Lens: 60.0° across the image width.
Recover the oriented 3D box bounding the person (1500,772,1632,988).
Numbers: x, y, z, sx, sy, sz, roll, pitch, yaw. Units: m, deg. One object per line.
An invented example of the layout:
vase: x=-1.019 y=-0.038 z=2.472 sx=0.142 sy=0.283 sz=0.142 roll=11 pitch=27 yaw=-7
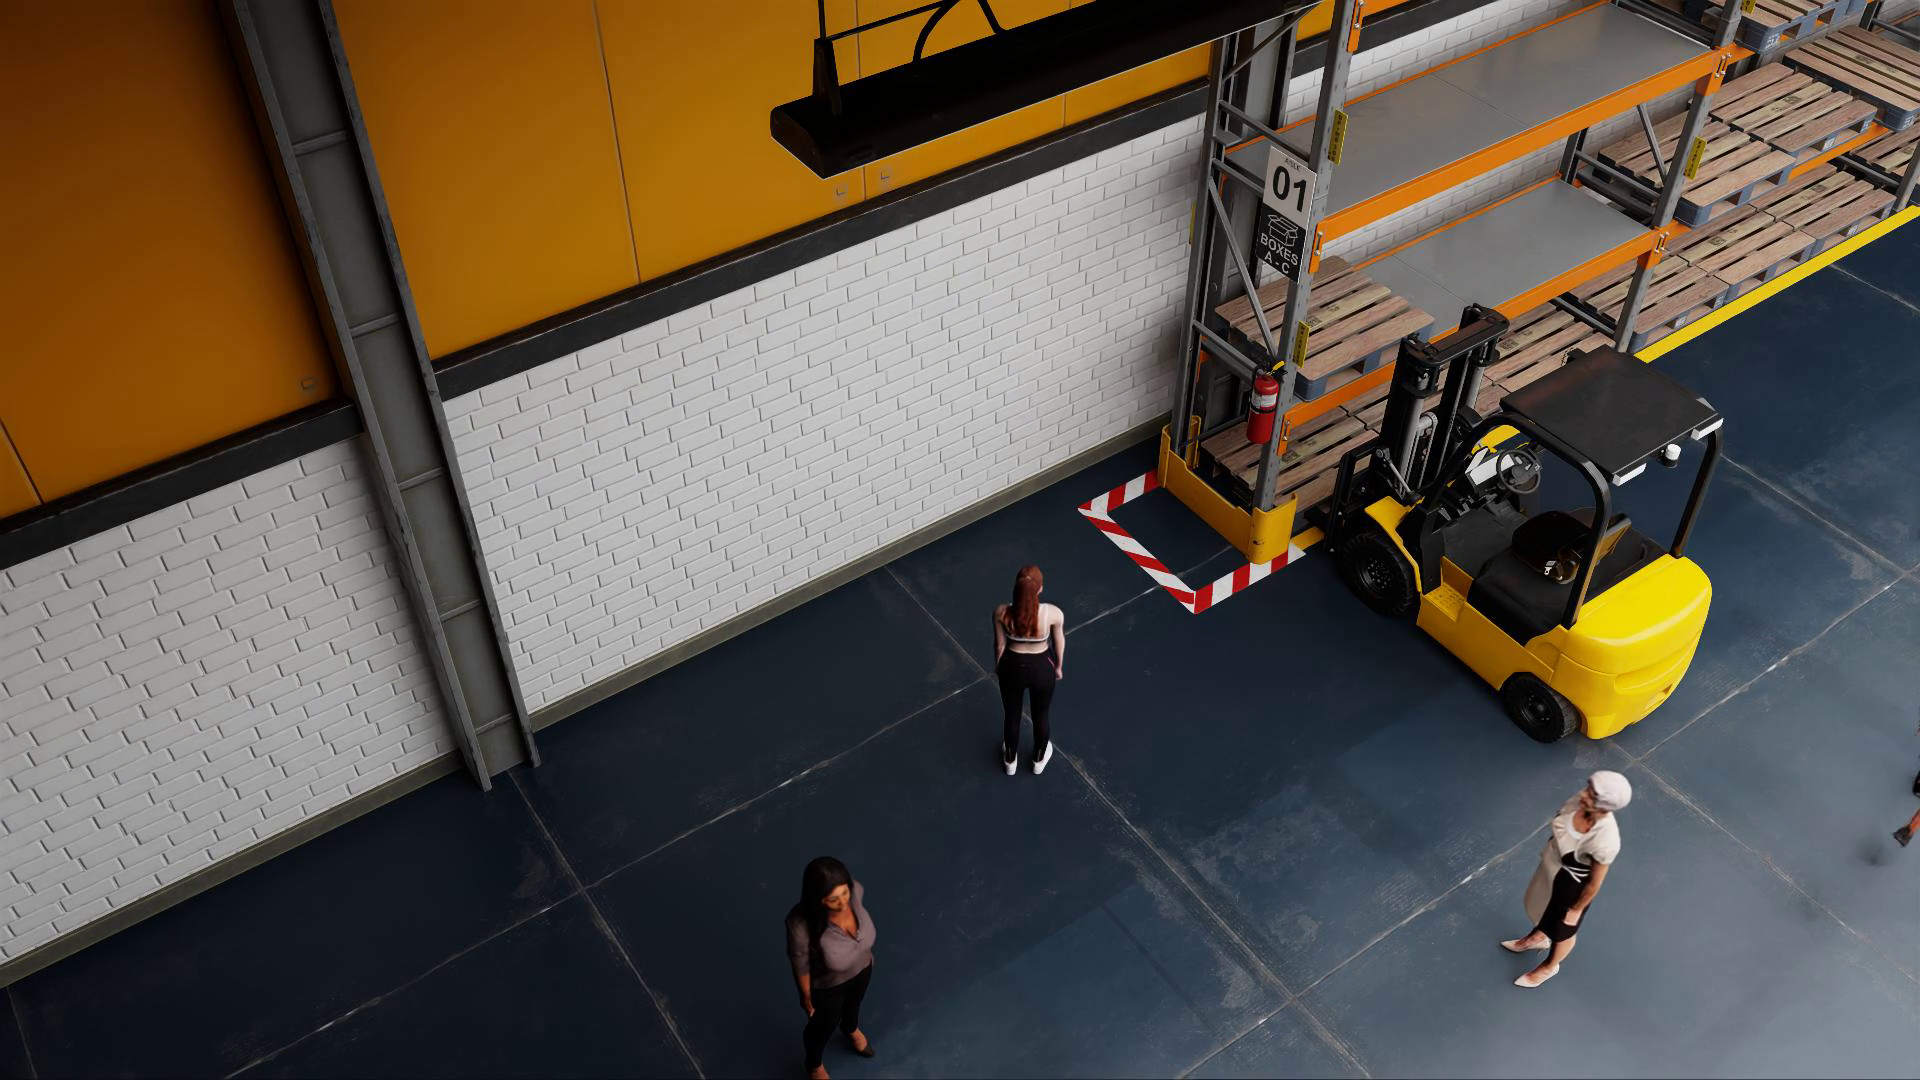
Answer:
person: x=3.311 y=1.841 z=9.016 sx=0.719 sy=1.755 sz=0.699 roll=0 pitch=44 yaw=0

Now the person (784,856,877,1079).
person: x=-0.658 y=2.221 z=8.554 sx=0.761 sy=1.842 sz=0.613 roll=32 pitch=52 yaw=29

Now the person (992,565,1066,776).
person: x=0.408 y=0.804 z=10.115 sx=0.654 sy=1.741 sz=0.731 roll=3 pitch=44 yaw=3
